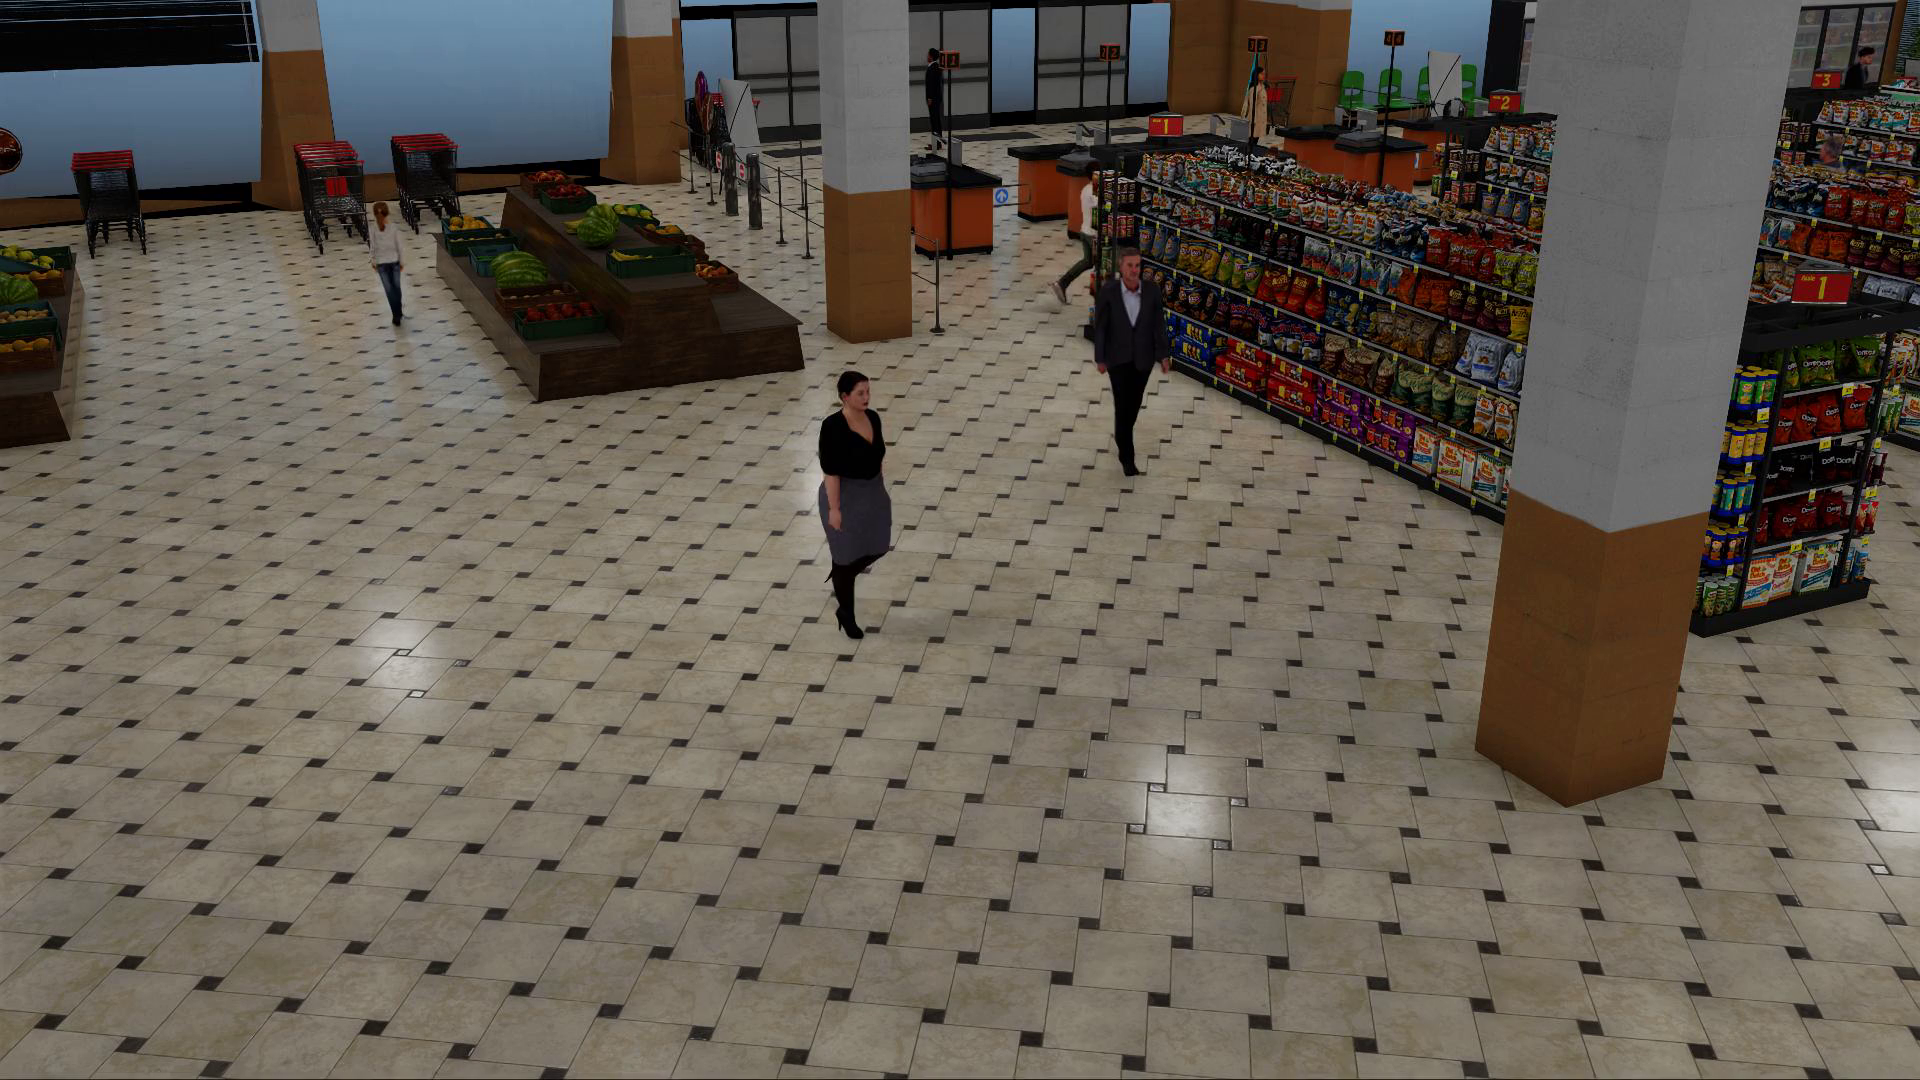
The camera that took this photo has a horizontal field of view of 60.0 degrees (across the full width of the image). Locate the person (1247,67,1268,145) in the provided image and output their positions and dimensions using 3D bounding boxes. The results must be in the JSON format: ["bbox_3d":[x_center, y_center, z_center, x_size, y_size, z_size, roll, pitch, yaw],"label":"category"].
[{"bbox_3d":[4.758,-6.762,26.809,0.733,1.682,0.707,11,24,25],"label":"person"}]

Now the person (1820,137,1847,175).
[{"bbox_3d":[9.724,-3.620,18.793,0.731,1.829,0.630,-15,26,-33],"label":"person"}]

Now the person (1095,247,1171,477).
[{"bbox_3d":[1.371,-1.483,13.530,0.938,1.788,1.301,-4,22,-9],"label":"person"}]

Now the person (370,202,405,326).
[{"bbox_3d":[-6.120,-2.944,17.819,0.464,1.302,0.667,-11,24,-25],"label":"person"}]

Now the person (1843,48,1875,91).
[{"bbox_3d":[14.955,-7.369,28.133,0.844,1.820,1.201,-15,26,-33],"label":"person"}]

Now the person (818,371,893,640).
[{"bbox_3d":[-0.744,-0.235,10.479,0.893,1.748,0.805,20,29,40],"label":"person"}]

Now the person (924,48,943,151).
[{"bbox_3d":[-0.452,-7.732,29.165,0.766,1.725,0.679,5,23,13],"label":"person"}]

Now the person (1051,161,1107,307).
[{"bbox_3d":[1.400,-3.350,18.377,0.723,1.639,0.941,-6,23,-15],"label":"person"}]
